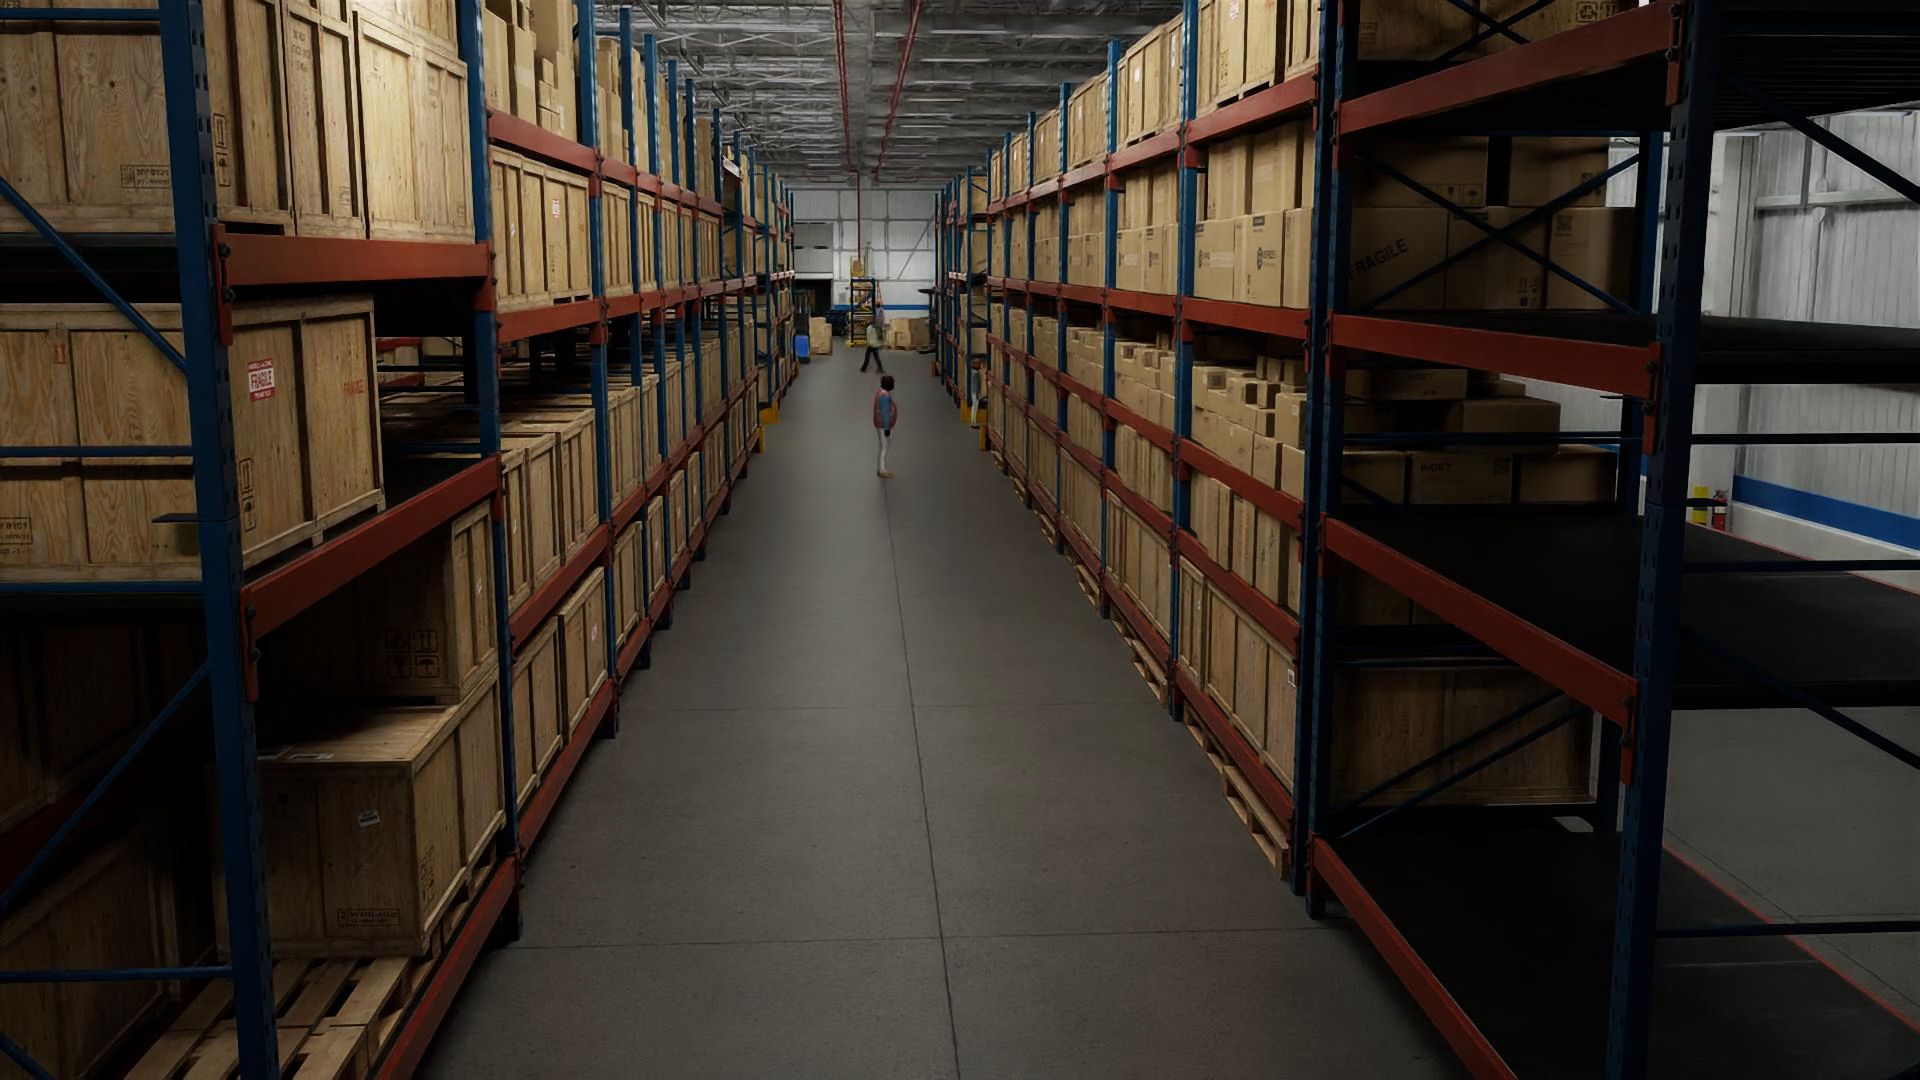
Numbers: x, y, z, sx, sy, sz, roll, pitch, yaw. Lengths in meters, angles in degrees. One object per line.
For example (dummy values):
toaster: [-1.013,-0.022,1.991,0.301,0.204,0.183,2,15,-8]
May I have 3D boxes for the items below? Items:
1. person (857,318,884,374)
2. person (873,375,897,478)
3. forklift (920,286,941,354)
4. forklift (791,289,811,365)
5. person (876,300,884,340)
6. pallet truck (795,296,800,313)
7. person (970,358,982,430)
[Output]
person: [-3.067,-6.684,57.269,0.995,1.916,0.652,4,10,23]
person: [-1.333,-2.030,29.733,0.429,1.836,0.633,-1,10,-9]
forklift: [-0.609,-9.092,68.776,1.129,2.768,1.873,9,13,42]
forklift: [-6.189,-7.979,62.129,1.129,2.768,1.873,-1,10,-3]
person: [-4.036,-10.865,82.178,0.549,1.936,0.376,8,12,39]
pallet truck: [-8.622,-12.439,91.403,1.885,1.965,0.823,2,10,13]
person: [0.383,-3.357,38.240,0.286,1.633,0.499,0,10,-1]
